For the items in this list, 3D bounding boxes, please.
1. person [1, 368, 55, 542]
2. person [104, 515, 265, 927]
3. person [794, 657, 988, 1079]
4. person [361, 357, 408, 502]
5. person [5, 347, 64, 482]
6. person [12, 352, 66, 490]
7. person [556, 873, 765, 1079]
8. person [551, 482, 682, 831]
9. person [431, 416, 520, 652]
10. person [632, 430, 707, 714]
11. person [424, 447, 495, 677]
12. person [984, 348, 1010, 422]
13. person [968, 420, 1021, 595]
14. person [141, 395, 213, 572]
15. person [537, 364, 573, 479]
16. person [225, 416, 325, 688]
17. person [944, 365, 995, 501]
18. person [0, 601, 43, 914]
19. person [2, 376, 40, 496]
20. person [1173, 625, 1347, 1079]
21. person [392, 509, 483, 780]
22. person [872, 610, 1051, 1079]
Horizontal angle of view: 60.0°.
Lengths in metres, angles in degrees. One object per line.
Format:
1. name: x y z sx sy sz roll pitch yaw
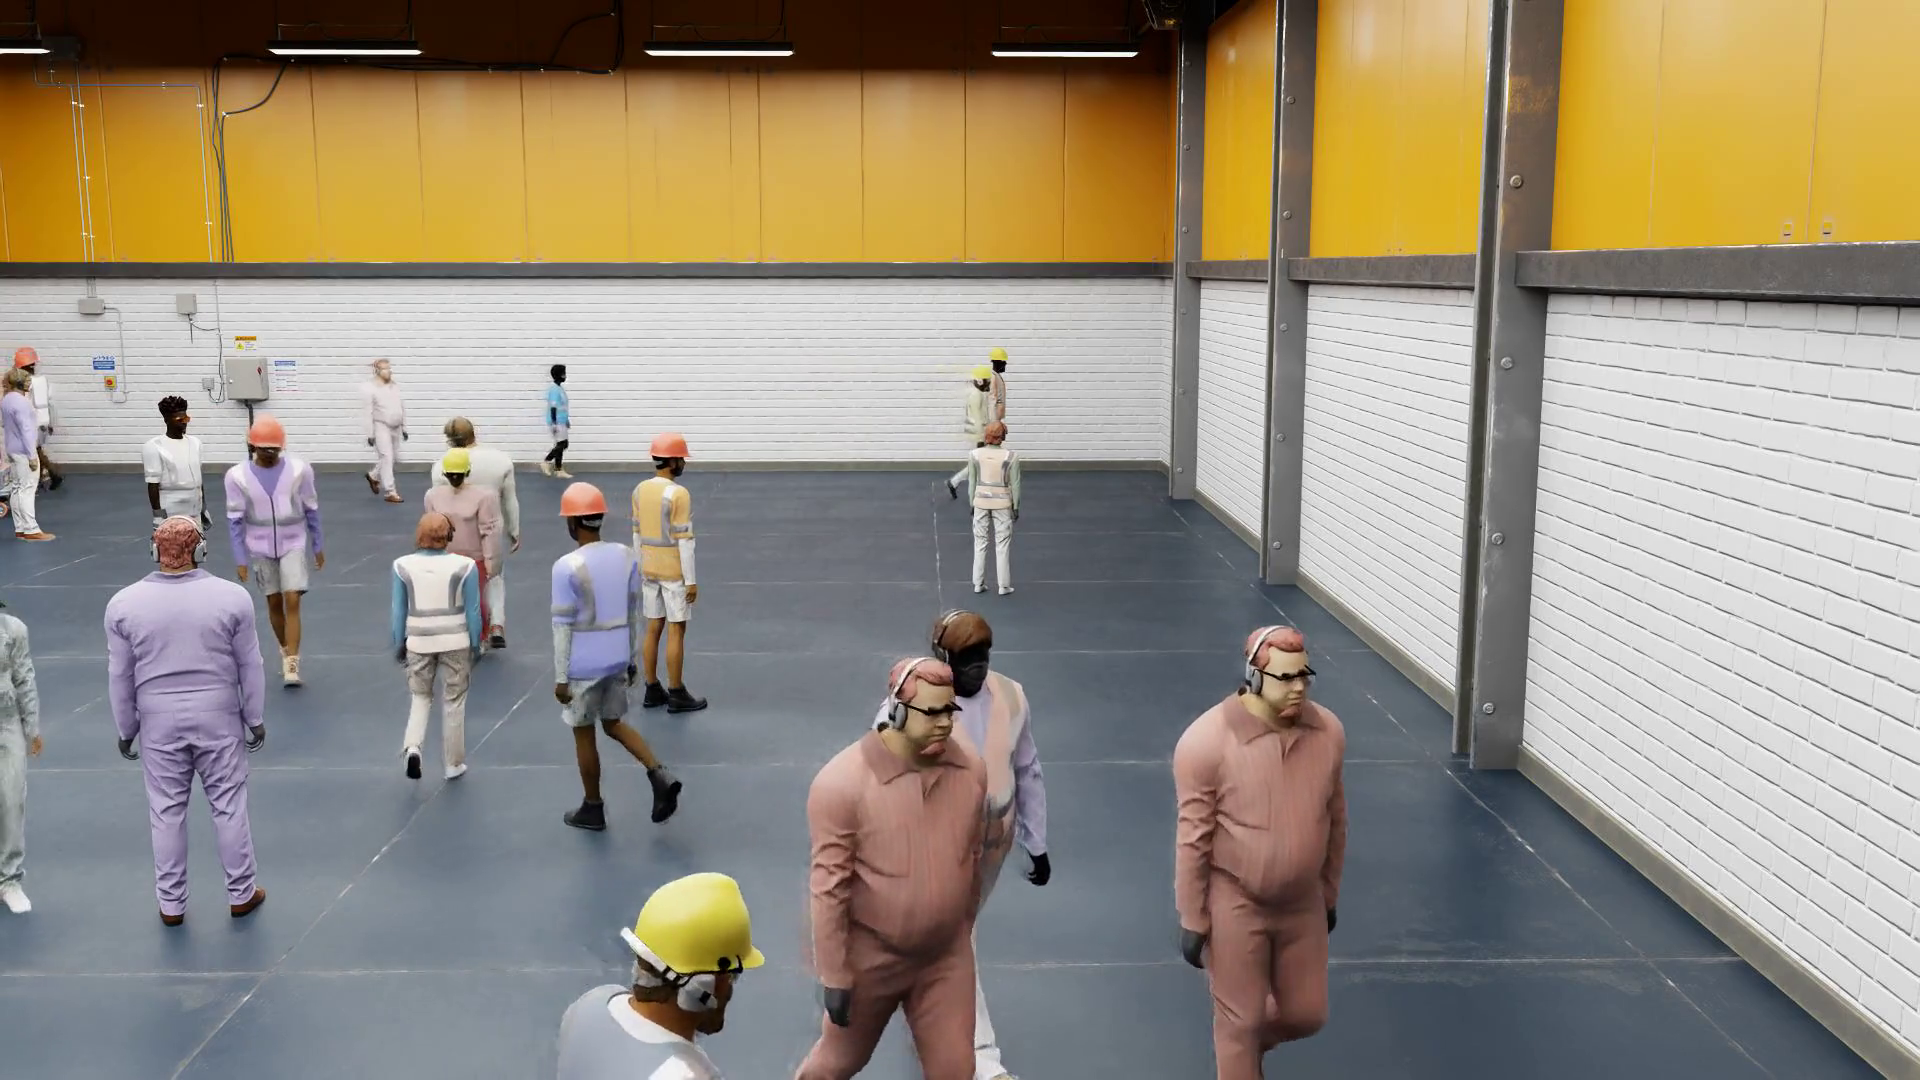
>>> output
1. person: -10.428 -0.946 18.537 0.371 1.941 0.627 -9 13 -44
2. person: -3.574 0.832 7.737 0.649 1.906 0.401 -3 10 -19
3. person: -0.228 1.258 5.296 0.648 1.871 0.927 -5 11 -29
4. person: -7.546 -1.443 21.725 0.673 1.891 0.649 4 10 24
5. person: -13.180 -1.744 23.453 0.704 1.927 0.933 7 11 35
6. person: -12.616 -1.617 22.786 0.775 1.912 0.554 2 9 12
7. person: -0.716 1.582 3.477 0.663 1.798 0.631 -7 11 -36
8. person: -1.870 0.651 8.844 0.655 1.915 0.548 6 11 35
9. person: -3.799 -0.032 13.071 0.664 1.899 0.530 -4 10 -21
10. person: -1.990 0.214 11.430 0.552 1.935 0.373 8 12 40
11. person: -3.796 0.125 12.664 0.546 1.717 0.840 -1 9 -6
12. person: 0.522 -1.764 23.588 0.382 1.924 0.594 1 9 6
13. person: 0.315 -0.297 15.510 0.509 1.629 0.314 3 10 16
14. person: -6.671 -0.257 14.229 0.364 1.965 0.609 3 10 18
15. person: -5.803 -1.696 23.931 0.425 1.679 0.526 -1 9 -7
16. person: -4.952 0.090 12.052 0.628 1.976 0.980 -3 10 -19
17. person: 0.185 -1.347 21.381 0.665 1.810 0.598 1 9 8
18. person: -4.656 0.901 7.889 0.500 1.723 0.528 -8 12 -39
19. person: -12.490 -1.377 22.119 0.371 1.618 0.534 2 9 10
20. person: 0.993 1.190 5.607 0.653 1.889 0.563 -3 10 -20
21. person: -3.074 0.641 9.762 0.515 1.631 0.436 0 9 -2
22. person: 0.044 1.150 6.113 0.646 1.788 0.980 -6 11 -32
